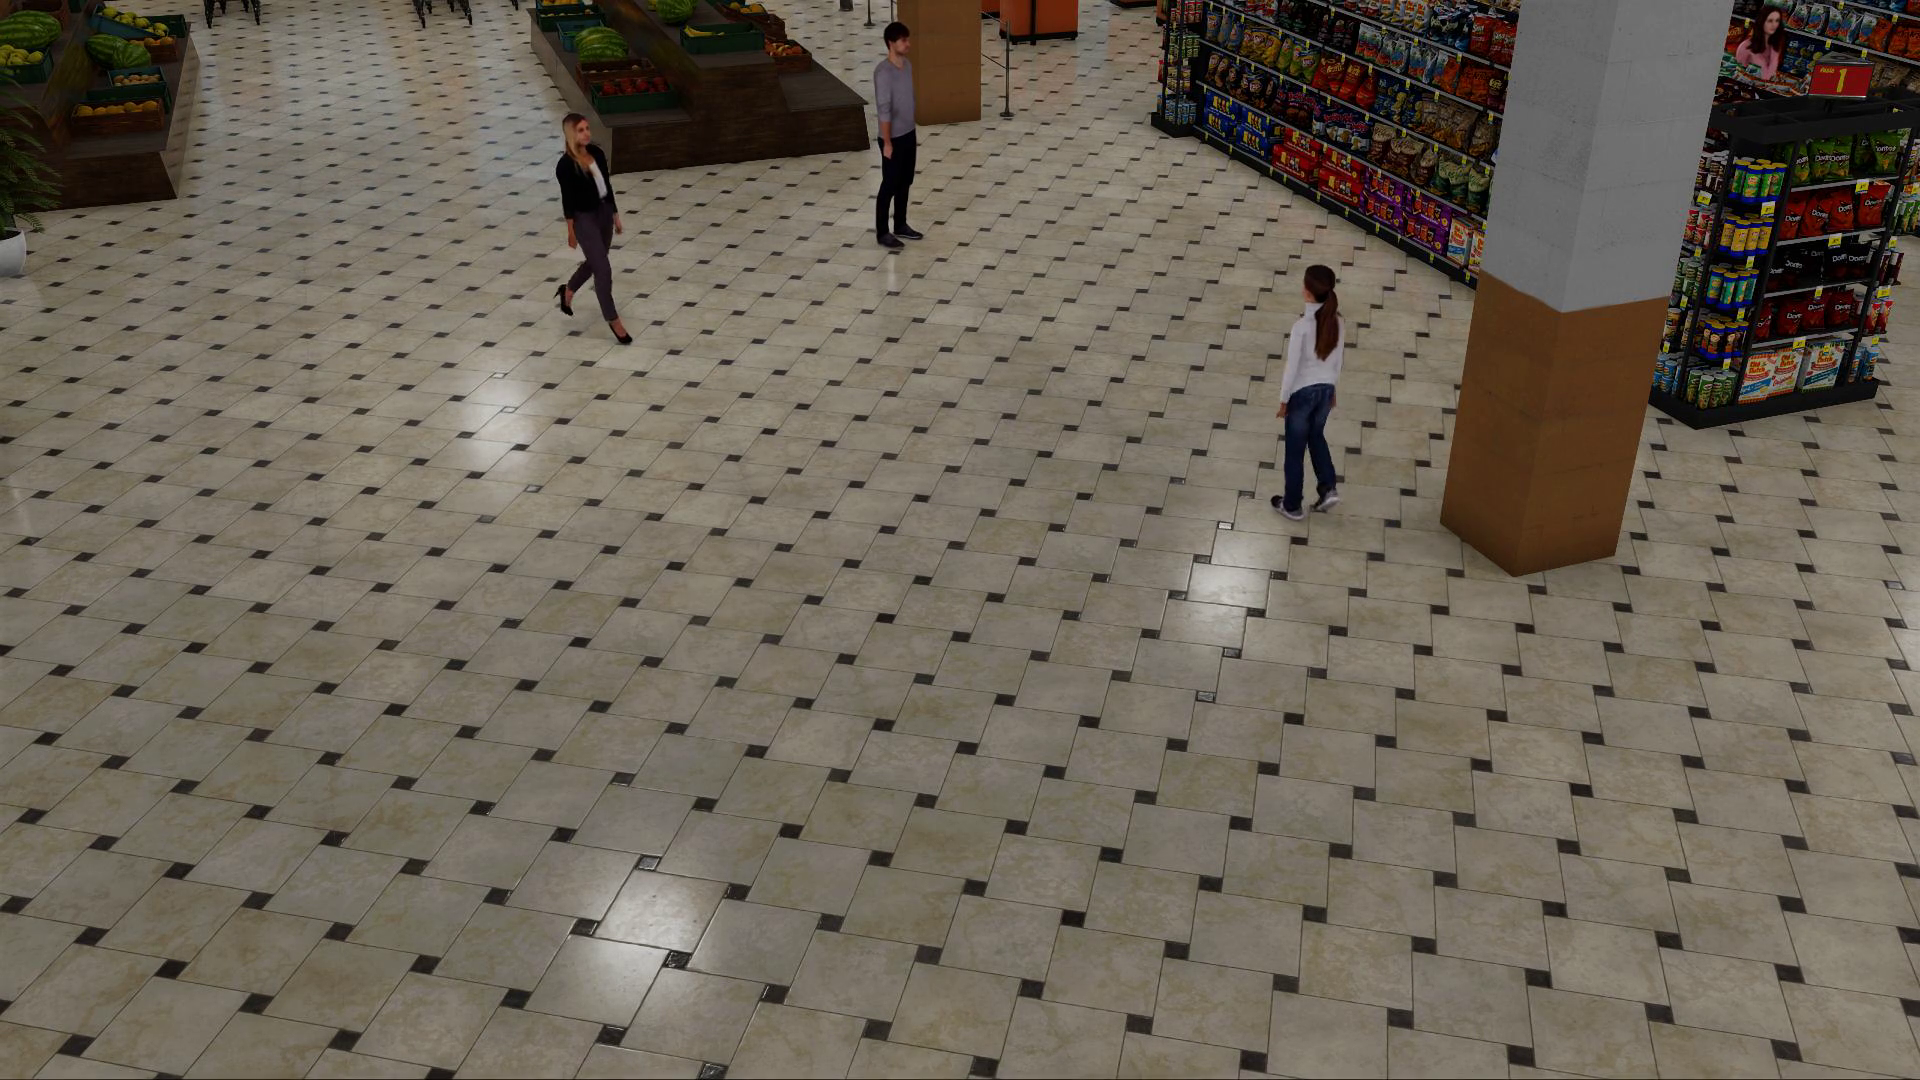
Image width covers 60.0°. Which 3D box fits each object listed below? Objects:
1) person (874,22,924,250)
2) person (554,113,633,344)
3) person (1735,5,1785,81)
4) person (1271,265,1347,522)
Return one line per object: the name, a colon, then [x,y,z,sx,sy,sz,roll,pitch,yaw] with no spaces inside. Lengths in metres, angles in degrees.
person: [-0.538,-3.379,13.861,0.766,1.841,0.717,14,32,24]
person: [-2.712,-2.256,12.009,1.078,1.645,0.992,14,32,25]
person: [6.915,-3.783,14.641,0.620,1.803,0.524,-8,30,-15]
person: [2.031,-0.791,9.424,0.560,1.551,0.702,-13,31,-22]
